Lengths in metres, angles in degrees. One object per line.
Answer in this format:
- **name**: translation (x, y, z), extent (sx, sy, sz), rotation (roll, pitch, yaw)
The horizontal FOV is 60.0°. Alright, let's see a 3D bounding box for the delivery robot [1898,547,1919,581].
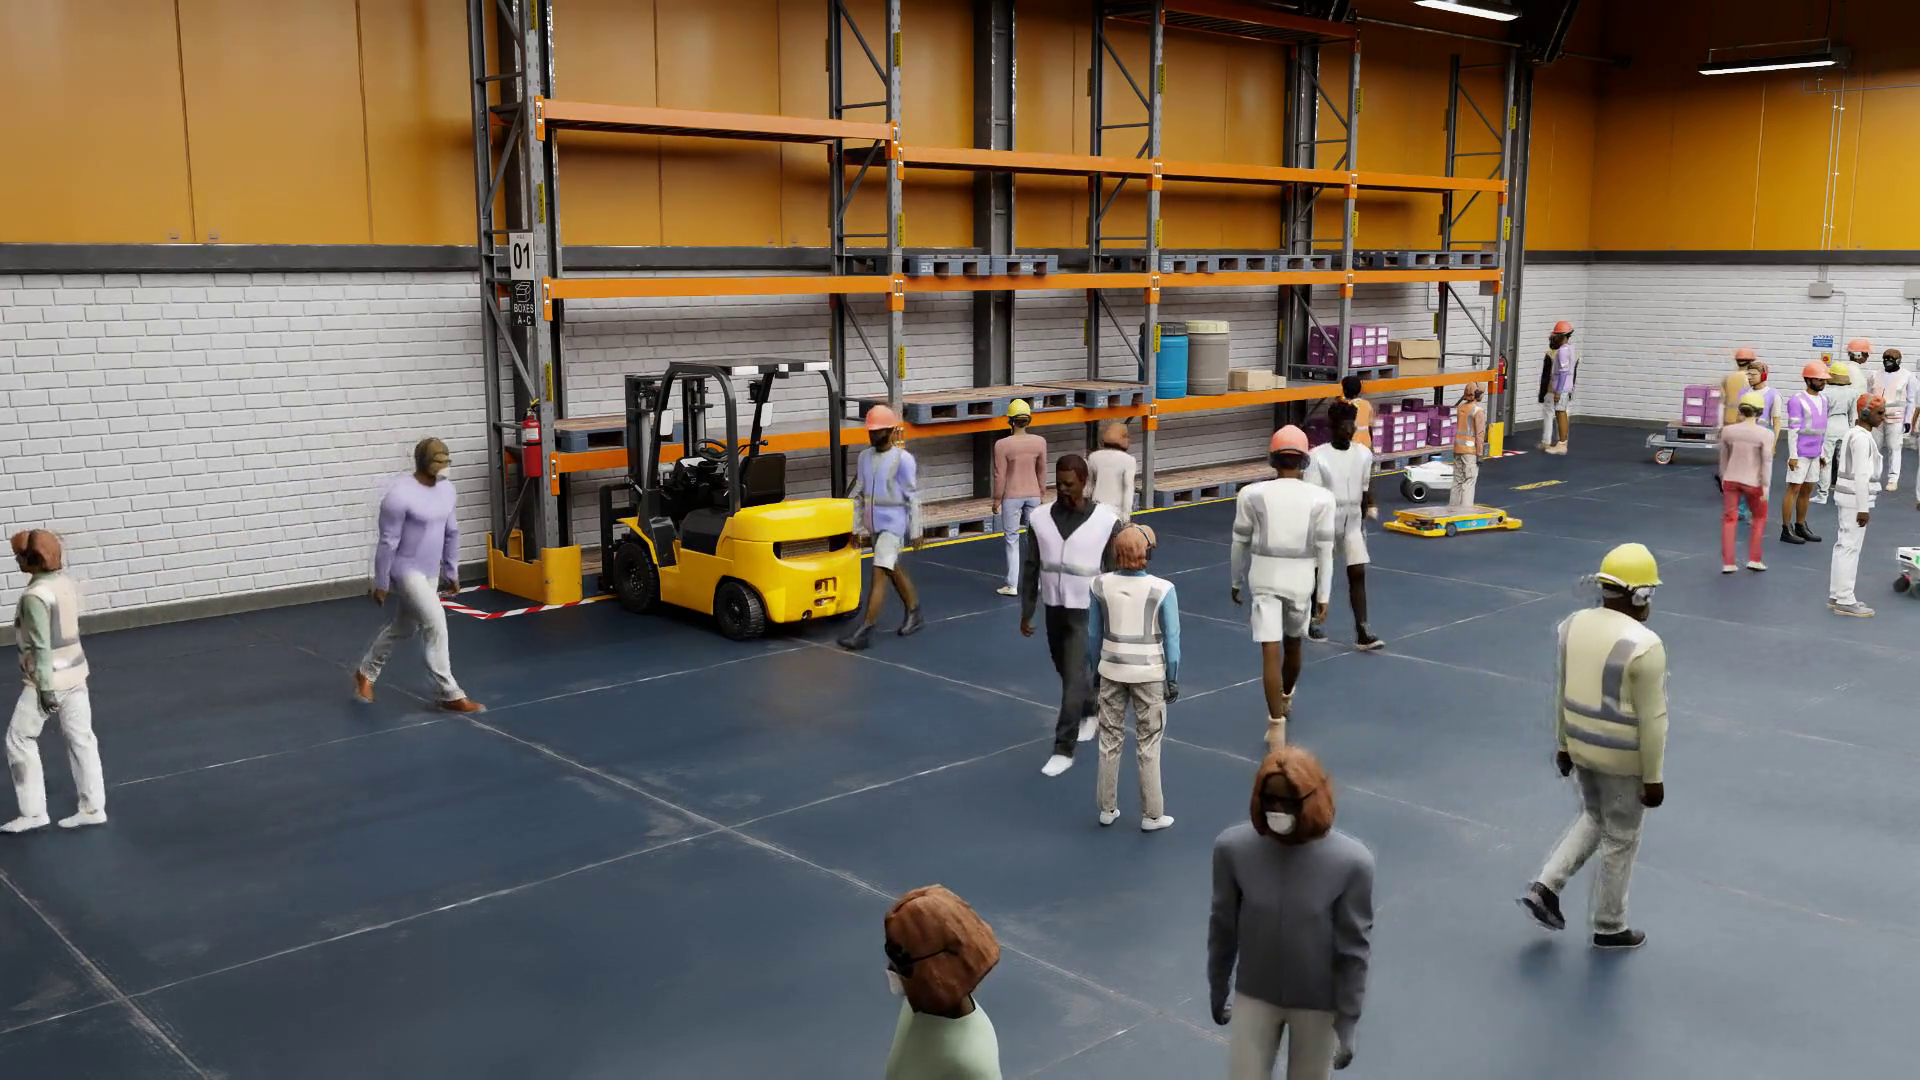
- **delivery robot**: translation (8.794, 0.184, 14.869), extent (0.707, 0.478, 0.477), rotation (0, 10, -1)

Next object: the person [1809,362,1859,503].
- **person**: translation (10.740, -1.314, 20.439), extent (0.487, 1.746, 0.287), rotation (0, 10, -2)

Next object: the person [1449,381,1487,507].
- **person**: translation (5.750, -0.975, 18.799), extent (0.318, 1.630, 0.513), rotation (-2, 10, -13)

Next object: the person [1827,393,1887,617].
- **person**: translation (7.609, -0.302, 14.103), extent (0.354, 1.886, 0.572), rotation (3, 10, 19)

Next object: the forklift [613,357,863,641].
- **forklift**: translation (-1.847, -0.414, 13.852), extent (1.214, 2.155, 2.313), rotation (-9, 13, -42)

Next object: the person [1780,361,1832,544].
- **person**: translation (8.983, -0.929, 17.613), extent (0.543, 1.939, 0.361), rotation (-5, 11, -28)

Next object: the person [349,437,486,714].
- **person**: translation (-3.700, 0.227, 11.109), extent (1.031, 1.875, 0.642), rotation (3, 10, 16)

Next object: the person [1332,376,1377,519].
- **person**: translation (4.551, -1.084, 19.330), extent (0.851, 1.646, 0.533), rotation (9, 13, 43)

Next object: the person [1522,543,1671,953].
- **person**: translation (2.806, 0.914, 7.204), extent (0.455, 1.819, 0.593), rotation (-3, 10, -16)

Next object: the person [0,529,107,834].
- **person**: translation (-4.847, 0.744, 8.741), extent (0.632, 1.613, 0.534), rotation (-1, 10, -4)

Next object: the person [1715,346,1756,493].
- **person**: translation (9.780, -1.487, 21.005), extent (0.751, 1.905, 0.577), rotation (-5, 11, -29)

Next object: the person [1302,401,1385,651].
- **person**: translation (2.943, -0.101, 12.808), extent (0.633, 1.919, 0.945), rotation (-3, 10, -16)

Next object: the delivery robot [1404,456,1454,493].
- **delivery robot**: translation (5.879, -0.794, 20.596), extent (0.707, 0.478, 0.477), rotation (1, 10, 3)

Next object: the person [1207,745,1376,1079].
- **person**: translation (0.985, 1.388, 5.001), extent (0.496, 1.615, 0.412), rotation (4, 10, 20)

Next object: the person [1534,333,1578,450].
- **person**: translation (9.352, -2.315, 26.074), extent (0.672, 1.830, 0.430), rotation (-4, 10, -20)

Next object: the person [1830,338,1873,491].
- **person**: translation (11.399, -1.583, 21.276), extent (0.376, 1.997, 0.610), rotation (3, 10, 18)

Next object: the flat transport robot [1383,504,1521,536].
- **flat transport robot**: translation (5.449, -0.230, 18.399), extent (1.431, 0.197, 0.652), rotation (-5, 11, -27)

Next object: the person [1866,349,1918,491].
- **person**: translation (12.035, -1.563, 21.613), extent (0.429, 1.843, 0.633), rotation (-8, 13, -40)

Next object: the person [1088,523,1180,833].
- **person**: translation (0.913, 0.728, 8.779), extent (0.514, 1.645, 0.309), rotation (5, 11, 27)

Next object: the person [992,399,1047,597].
- **person**: translation (0.529, -0.374, 14.872), extent (0.523, 1.769, 0.315), rotation (-4, 11, -24)

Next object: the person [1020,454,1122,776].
- **person**: translation (0.693, 0.395, 10.057), extent (0.605, 1.884, 0.963), rotation (5, 11, 28)

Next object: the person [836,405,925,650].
- **person**: translation (-0.599, -0.117, 13.025), extent (0.558, 1.886, 1.024), rotation (8, 13, 41)

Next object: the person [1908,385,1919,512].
- **person**: translation (11.551, -1.241, 19.713), extent (0.546, 1.848, 0.406), rotation (4, 10, 20)

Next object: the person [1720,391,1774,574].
- **person**: translation (7.558, -0.549, 15.940), extent (0.593, 1.750, 0.544), rotation (-8, 13, -40)

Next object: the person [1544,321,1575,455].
- **person**: translation (9.203, -2.332, 25.525), extent (0.379, 2.041, 0.616), rotation (5, 11, 27)

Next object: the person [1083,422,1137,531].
- **person**: translation (1.291, -0.245, 14.672), extent (0.555, 1.582, 0.905), rotation (6, 11, 30)

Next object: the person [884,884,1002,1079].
- **person**: translation (-0.050, 1.576, 3.843), extent (0.284, 1.633, 0.498), rotation (-3, 10, -20)

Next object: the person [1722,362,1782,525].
- **person**: translation (9.019, -1.095, 18.860), extent (0.375, 1.843, 0.575), rotation (-4, 11, -23)

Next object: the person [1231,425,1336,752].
- **person**: translation (2.024, 0.265, 10.513), extent (0.617, 1.977, 1.078), rotation (0, 10, 3)
